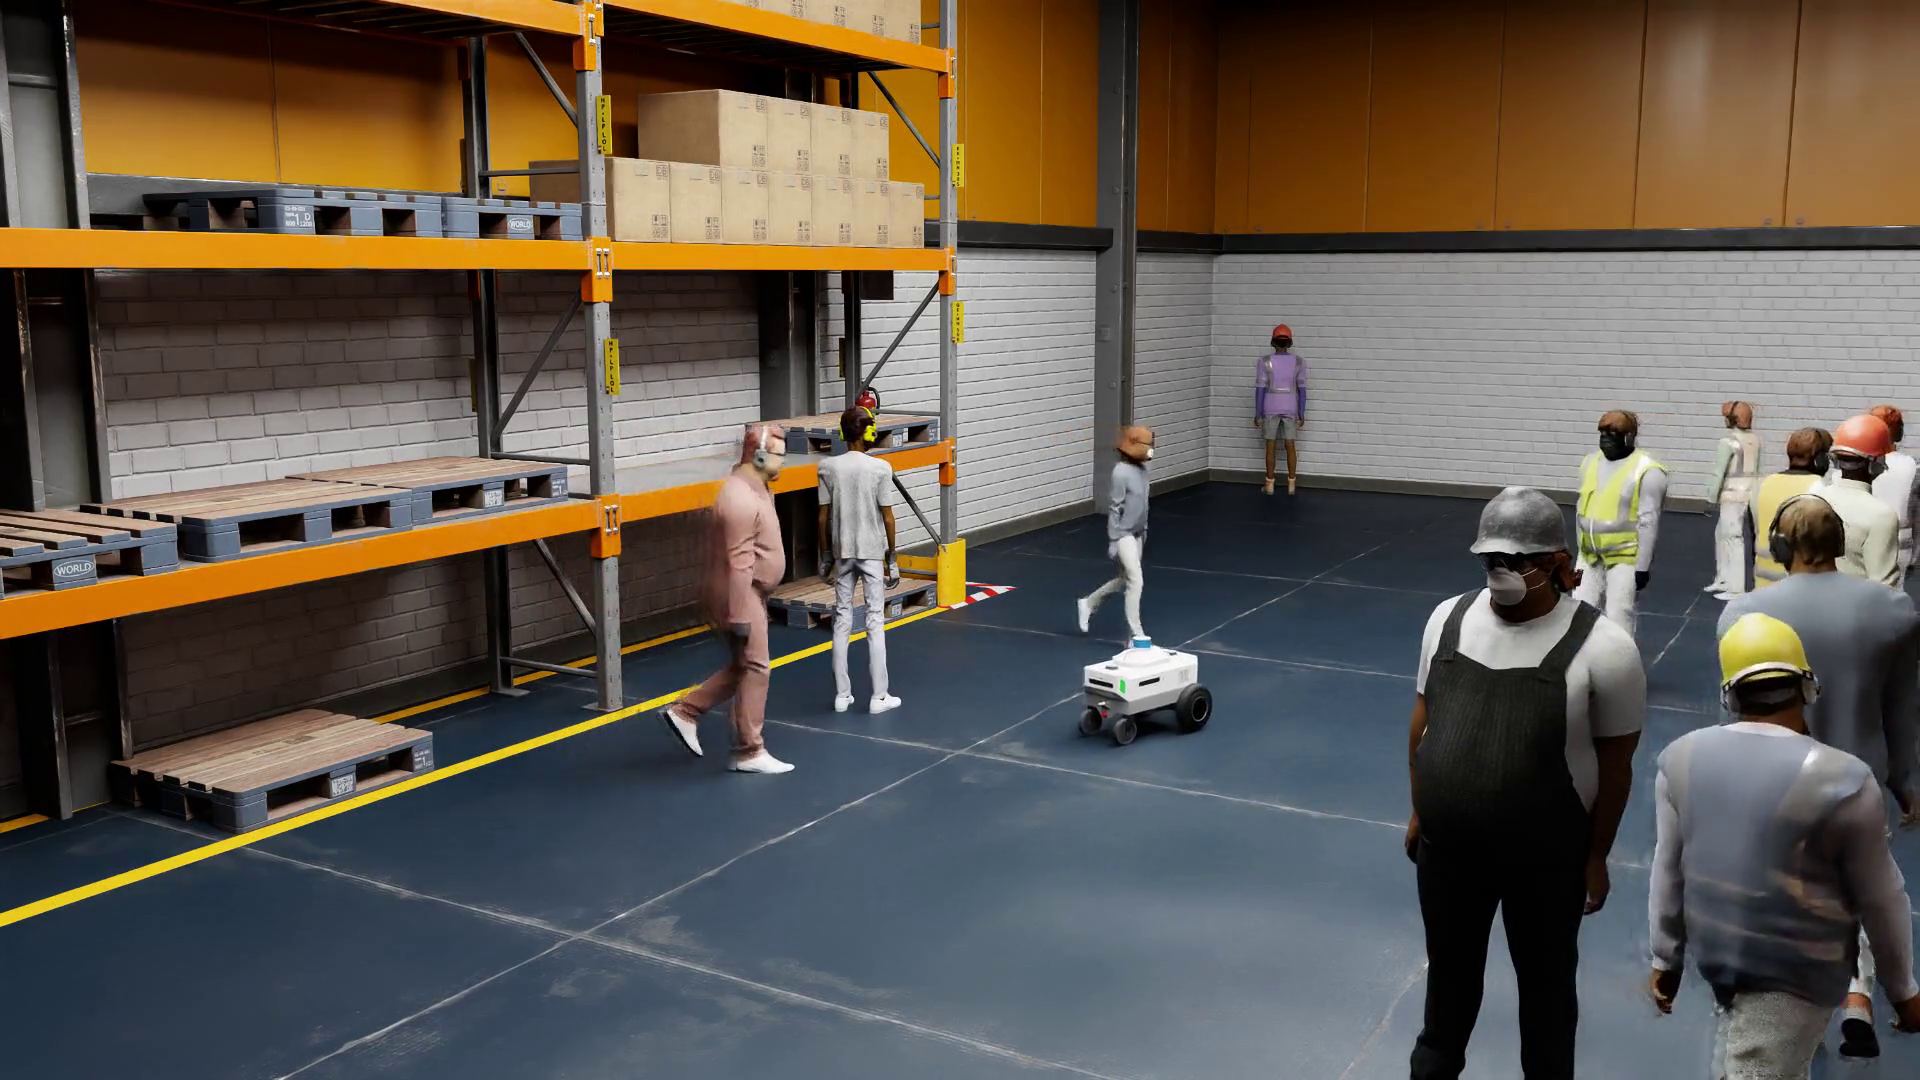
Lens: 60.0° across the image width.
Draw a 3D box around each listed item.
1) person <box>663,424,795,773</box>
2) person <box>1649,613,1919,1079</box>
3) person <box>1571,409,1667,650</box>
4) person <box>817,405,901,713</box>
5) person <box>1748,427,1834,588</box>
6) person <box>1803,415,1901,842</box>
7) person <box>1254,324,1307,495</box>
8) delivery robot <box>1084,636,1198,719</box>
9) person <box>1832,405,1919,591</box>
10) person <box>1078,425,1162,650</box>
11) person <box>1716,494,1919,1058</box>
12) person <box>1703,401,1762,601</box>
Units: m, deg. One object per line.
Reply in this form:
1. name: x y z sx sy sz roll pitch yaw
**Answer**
1. person: -1.220 0.319 8.790 0.624 1.875 0.651 0 9 -2
2. person: 2.070 1.085 4.315 0.961 1.768 0.599 -4 10 -23
3. person: 4.067 0.100 10.283 0.514 1.823 0.636 -5 10 -28
4. person: -0.609 0.117 10.045 0.521 1.865 0.313 3 9 16
5. person: 4.523 0.305 8.956 0.473 1.831 0.661 -3 10 -18
6. person: 4.150 0.411 7.792 0.378 1.995 0.622 -2 9 -11
7. person: 3.830 -1.559 19.945 0.615 2.040 0.391 0 9 -3
8. delivery robot: 1.043 0.796 9.582 0.707 0.478 0.477 -9 12 -42
9. person: 5.513 0.107 10.115 0.589 1.862 0.734 1 9 8
10. person: 1.127 -0.025 11.765 0.694 1.600 0.527 5 11 31
11. person: 2.851 0.811 5.546 0.662 1.915 0.517 2 9 14
12. person: 6.189 -0.319 13.484 0.540 1.620 0.560 -7 11 -36
